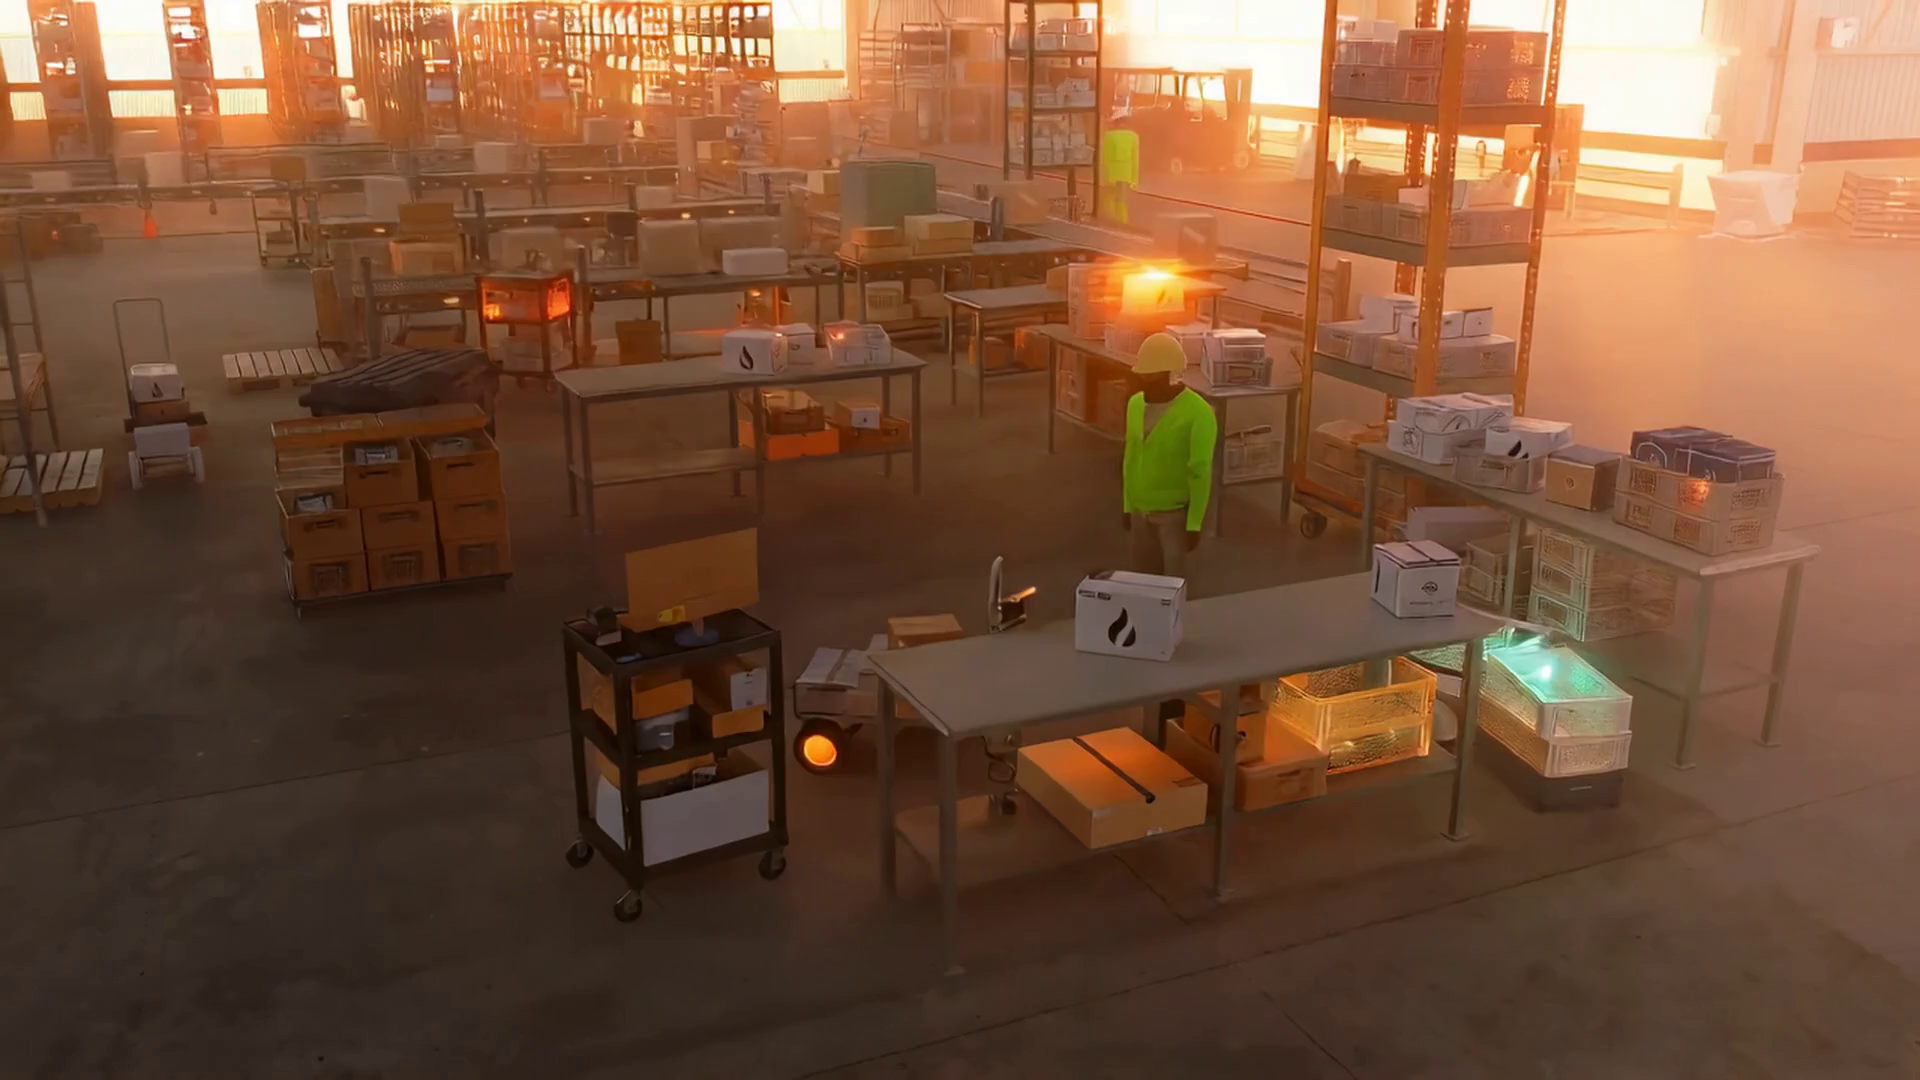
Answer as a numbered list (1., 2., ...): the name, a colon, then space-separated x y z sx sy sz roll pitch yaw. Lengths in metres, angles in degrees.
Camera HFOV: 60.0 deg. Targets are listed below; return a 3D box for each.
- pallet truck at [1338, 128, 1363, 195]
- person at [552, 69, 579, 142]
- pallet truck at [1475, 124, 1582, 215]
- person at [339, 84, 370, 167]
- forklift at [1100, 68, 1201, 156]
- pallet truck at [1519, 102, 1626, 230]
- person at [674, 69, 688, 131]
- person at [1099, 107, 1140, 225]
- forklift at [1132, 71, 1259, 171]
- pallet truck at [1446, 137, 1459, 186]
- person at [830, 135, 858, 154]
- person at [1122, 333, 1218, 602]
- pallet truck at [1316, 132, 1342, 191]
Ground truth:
1. pallet truck: 7.845 -7.140 31.411 1.522 1.261 0.704 -9 20 -25
2. person: -10.402 -11.458 43.910 0.617 1.962 0.689 -10 20 -28
3. pallet truck: 9.707 -6.455 28.103 1.885 1.965 0.823 -7 19 -20
4. person: -13.539 -9.255 37.226 0.609 1.806 0.718 -10 20 -28
5. forklift: 4.082 -9.564 37.410 2.680 1.987 1.157 -8 19 -23
6. pallet truck: 9.972 -6.037 26.785 1.885 1.965 0.823 -9 20 -25
7. person: -7.816 -12.487 47.409 0.917 1.800 0.600 -3 18 -9
8. person: 2.368 -5.433 24.850 0.655 2.017 0.420 -5 18 -15
9. forklift: 4.998 -8.936 35.413 2.680 1.987 1.157 -9 20 -25
10. pallet truck: 9.184 -6.485 29.328 1.630 1.274 0.653 -8 19 -23
11. person: -2.288 -7.907 33.112 0.811 1.735 0.543 14 22 37
12. person: 1.040 -0.166 8.591 0.403 1.820 0.594 -13 22 -35
13. pallet truck: 7.723 -7.504 32.656 1.601 1.201 0.680 -8 19 -23
